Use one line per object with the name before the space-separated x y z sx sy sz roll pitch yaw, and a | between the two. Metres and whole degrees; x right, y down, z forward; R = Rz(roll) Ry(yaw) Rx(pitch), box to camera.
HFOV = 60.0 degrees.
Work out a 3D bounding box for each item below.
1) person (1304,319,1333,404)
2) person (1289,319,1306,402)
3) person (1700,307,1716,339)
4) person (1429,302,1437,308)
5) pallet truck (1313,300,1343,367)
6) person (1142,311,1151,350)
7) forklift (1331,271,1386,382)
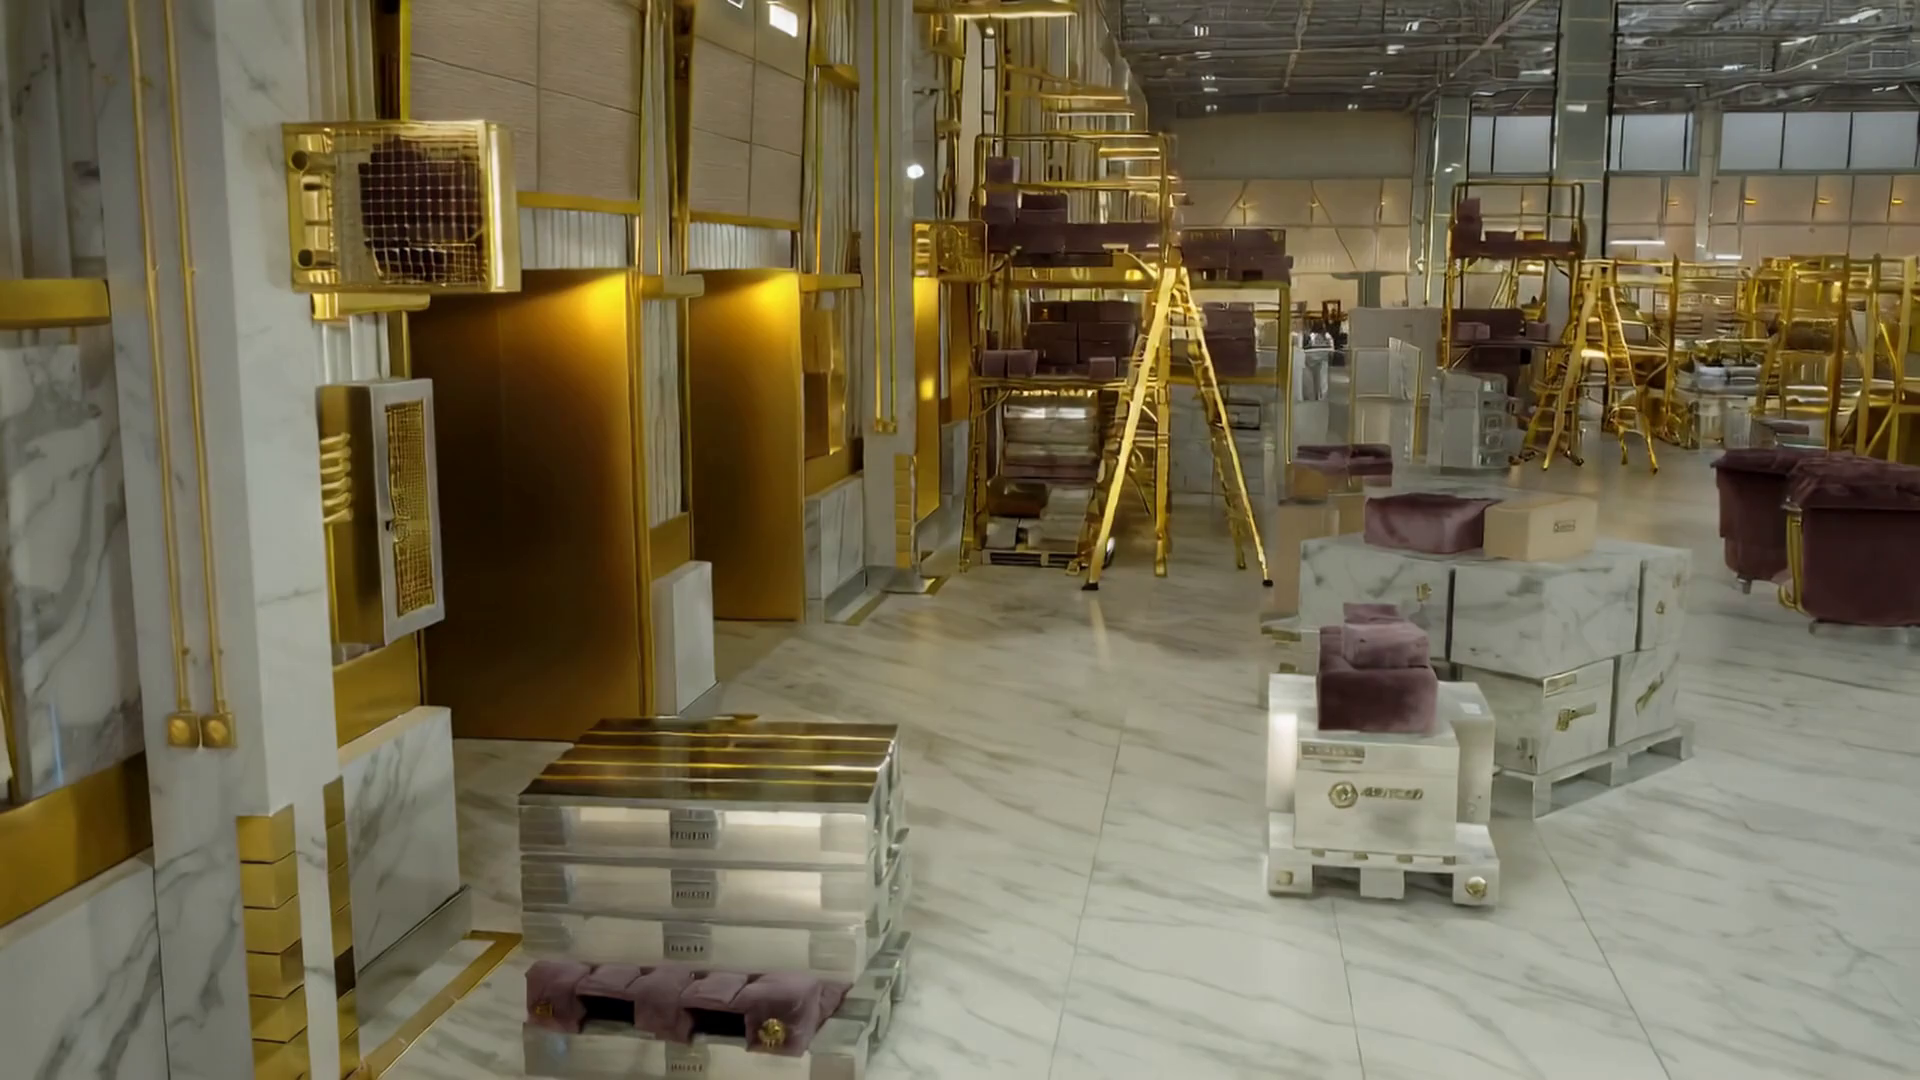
person | 7.256 -3.520 33.608 0.601 1.861 0.793 1 9 7
person | 6.898 -3.624 34.297 0.513 1.845 0.335 -1 9 -7
person | 18.702 -4.873 41.717 0.371 1.941 0.627 8 12 40
person | 14.719 -6.481 51.857 0.617 1.883 1.077 -2 9 -9
pallet truck | 11.159 -6.200 49.718 0.823 1.965 1.885 4 10 26
person | 5.473 -6.031 49.793 0.515 1.636 0.314 2 9 12
forklift | 10.436 -5.400 42.069 1.873 2.768 1.129 1 9 9
